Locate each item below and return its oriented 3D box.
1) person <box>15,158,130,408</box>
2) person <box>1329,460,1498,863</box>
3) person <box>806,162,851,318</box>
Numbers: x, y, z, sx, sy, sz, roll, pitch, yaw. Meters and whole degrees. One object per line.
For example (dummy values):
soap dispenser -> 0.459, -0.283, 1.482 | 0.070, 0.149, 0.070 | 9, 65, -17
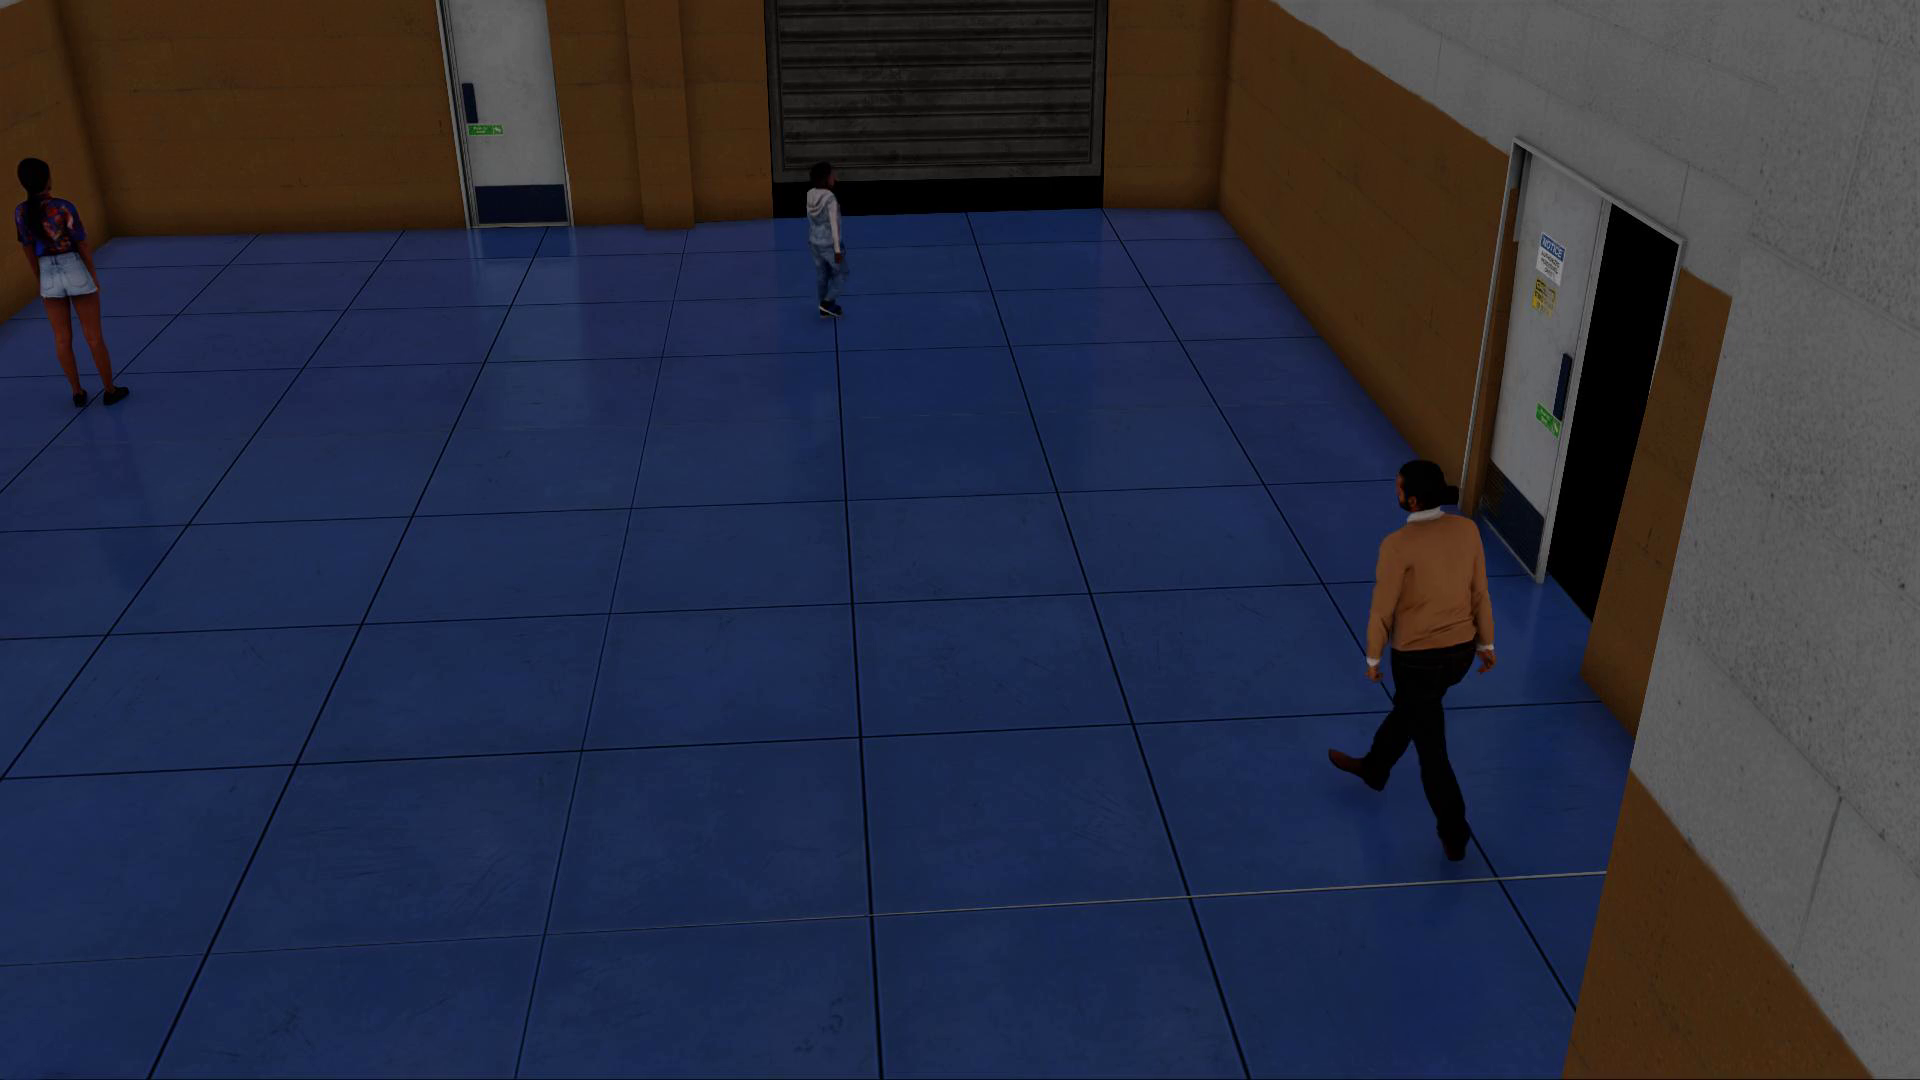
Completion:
person -> -6.178, -1.772, 11.486 | 0.465, 1.748, 0.656 | -4, 27, -8
person -> 2.021, 0.535, 6.986 | 1.190, 1.696, 1.065 | -10, 29, -20
person -> -1.103, -2.359, 13.186 | 0.640, 1.257, 0.586 | -24, 35, -38
